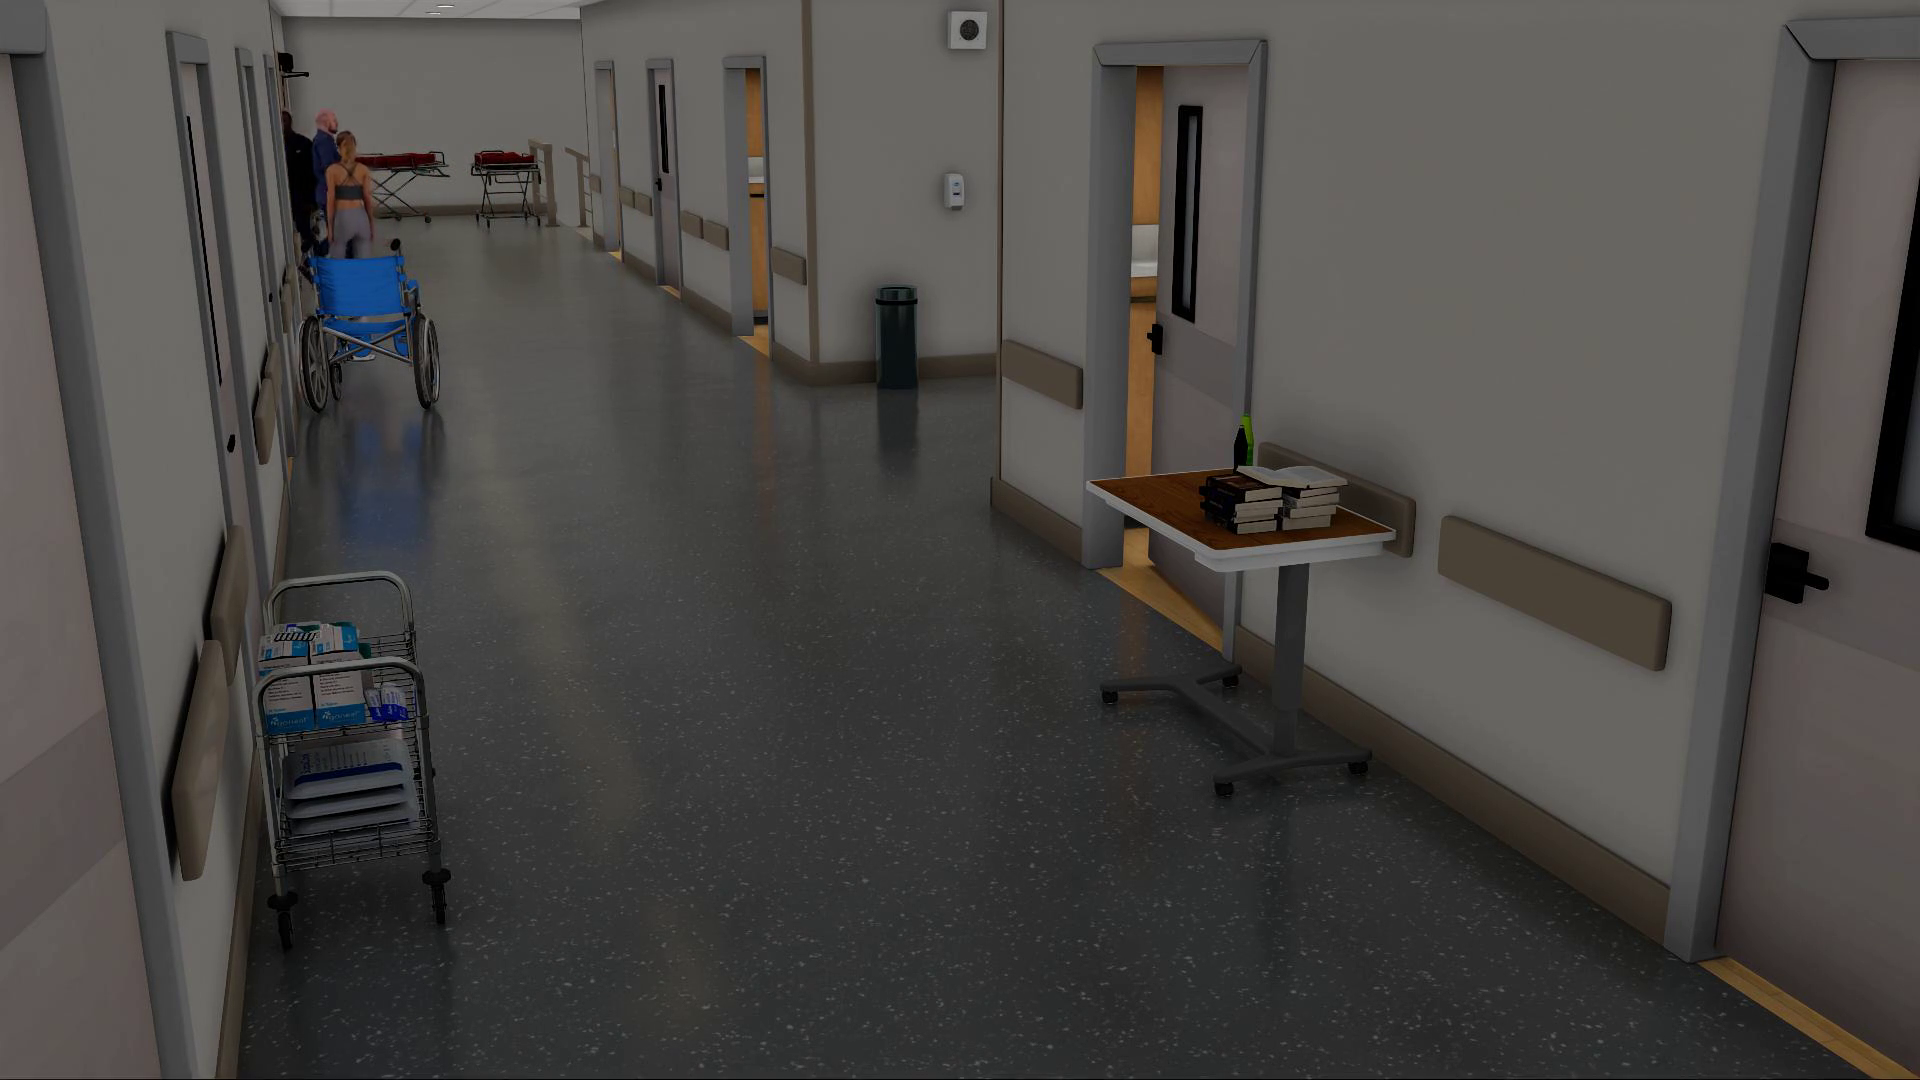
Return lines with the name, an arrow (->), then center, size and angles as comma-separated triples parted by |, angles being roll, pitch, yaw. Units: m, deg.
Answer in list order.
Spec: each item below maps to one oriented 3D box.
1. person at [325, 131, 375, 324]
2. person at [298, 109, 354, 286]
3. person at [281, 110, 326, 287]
person -> -5.309, -2.708, 14.565 | 0.653, 1.697, 0.672 | -12, 19, -35
person -> -6.500, -3.481, 17.110 | 0.823, 1.805, 0.990 | -6, 17, -21
person -> -6.924, -3.548, 17.352 | 0.900, 1.802, 0.996 | 1, 16, 4
